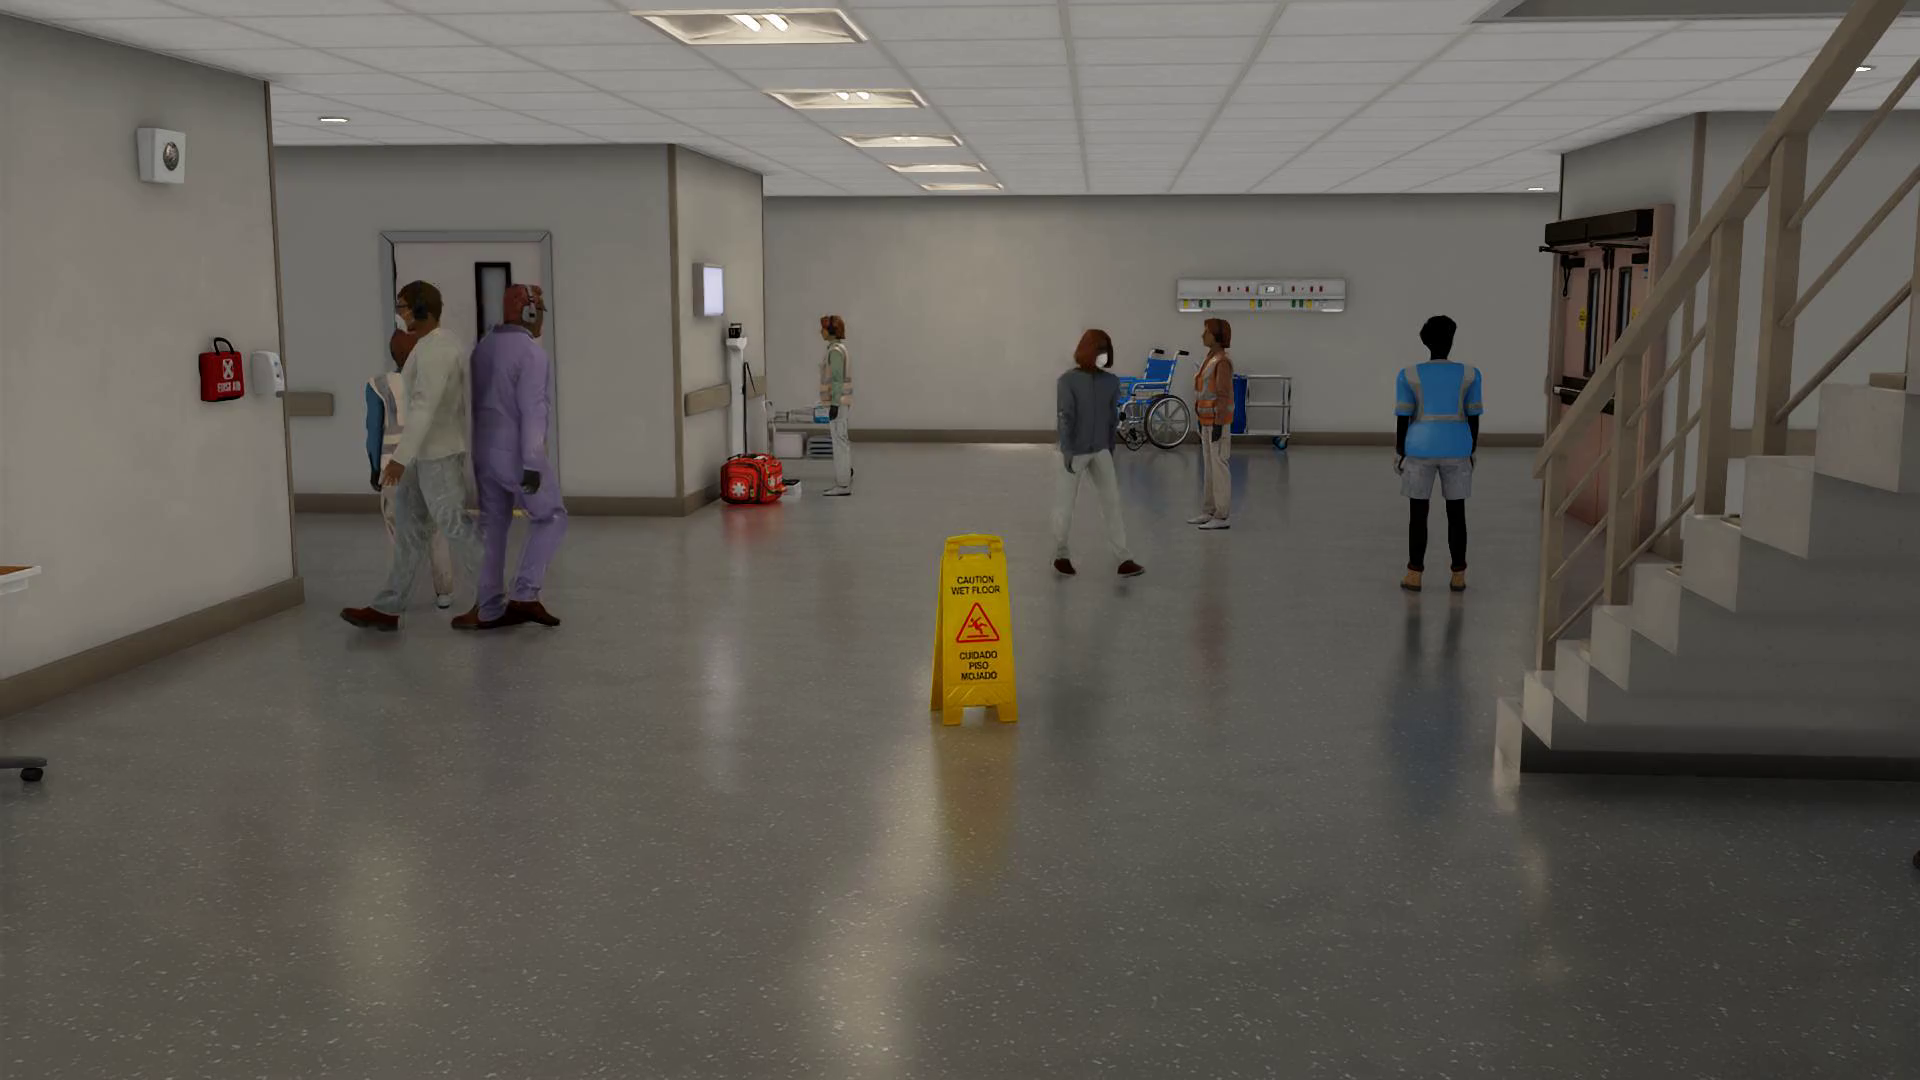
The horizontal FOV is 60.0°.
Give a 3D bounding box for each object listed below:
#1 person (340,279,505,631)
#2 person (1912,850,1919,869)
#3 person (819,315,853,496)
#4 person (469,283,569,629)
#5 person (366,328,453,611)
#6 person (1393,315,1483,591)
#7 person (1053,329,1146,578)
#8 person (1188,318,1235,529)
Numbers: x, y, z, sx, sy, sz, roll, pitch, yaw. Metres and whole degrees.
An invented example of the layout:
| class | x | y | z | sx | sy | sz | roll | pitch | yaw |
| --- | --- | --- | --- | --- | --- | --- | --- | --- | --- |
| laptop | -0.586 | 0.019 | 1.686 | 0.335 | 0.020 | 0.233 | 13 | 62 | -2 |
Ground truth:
| class | x | y | z | sx | sy | sz | roll | pitch | yaw |
| --- | --- | --- | --- | --- | --- | --- | --- | --- | --- |
| person | -2.885 | -0.433 | 8.956 | 0.844 | 1.913 | 0.657 | -3 | 9 | -21 |
| person | 3.129 | 0.134 | 4.949 | 0.379 | 1.931 | 0.625 | 3 | 9 | 17 |
| person | -1.129 | -1.219 | 15.112 | 0.311 | 1.638 | 0.522 | 0 | 8 | -3 |
| person | -2.424 | -0.442 | 9.033 | 0.653 | 1.881 | 0.495 | 7 | 11 | 40 |
| person | -3.149 | -0.403 | 9.601 | 0.508 | 1.628 | 0.319 | -5 | 10 | -29 |
| person | 2.920 | -0.525 | 10.190 | 0.531 | 1.697 | 0.322 | 1 | 8 | 7 |
| person | 0.851 | -0.532 | 10.594 | 0.520 | 1.597 | 0.825 | -4 | 9 | -27 |
| person | 1.983 | -0.906 | 12.966 | 0.307 | 1.645 | 0.514 | -1 | 8 | -6 |
